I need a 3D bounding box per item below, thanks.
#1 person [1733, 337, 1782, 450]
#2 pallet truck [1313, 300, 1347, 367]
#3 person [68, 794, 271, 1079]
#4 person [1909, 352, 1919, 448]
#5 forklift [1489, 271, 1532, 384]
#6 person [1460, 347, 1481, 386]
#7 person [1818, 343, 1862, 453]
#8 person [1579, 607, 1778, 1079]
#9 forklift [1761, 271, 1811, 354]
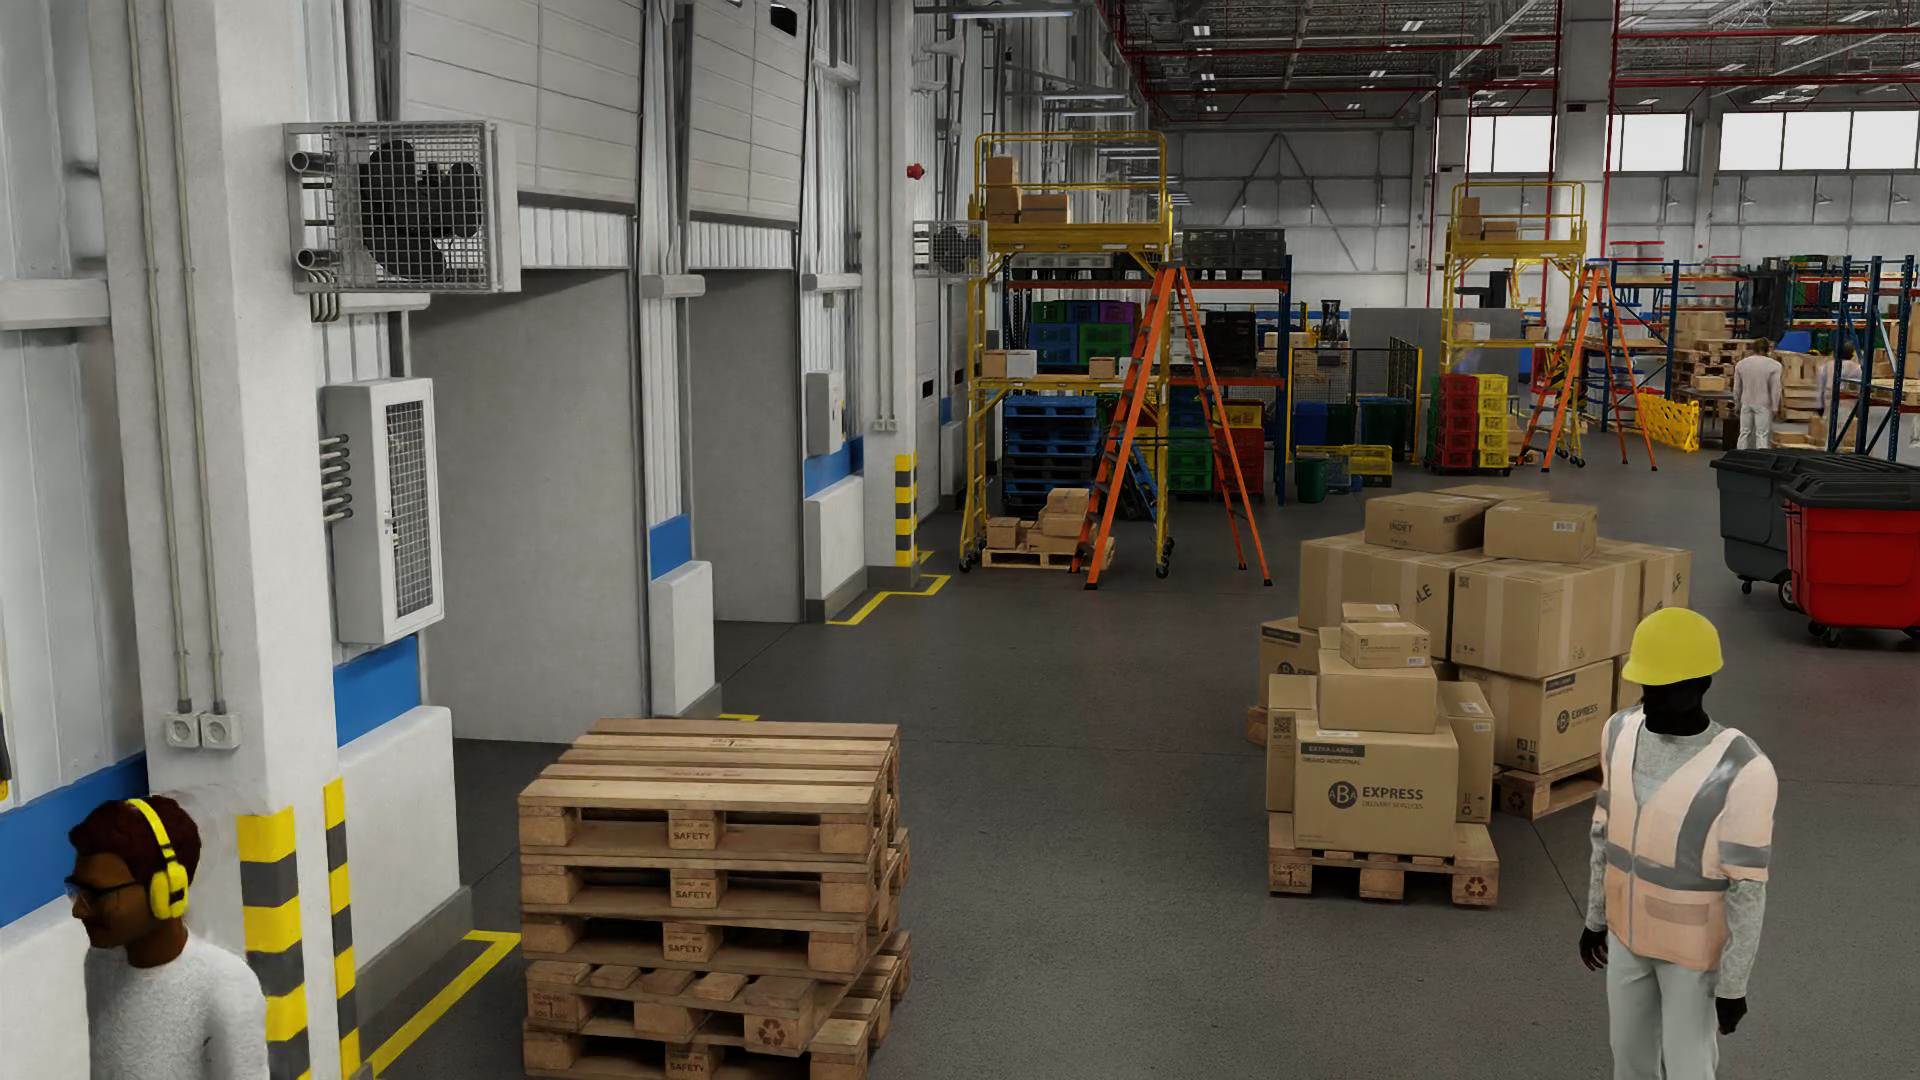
[{"bbox_3d":[10.995,-1.833,22.975,0.375,1.936,0.628,-8,12,-41],"label":"person"},{"bbox_3d":[11.159,-6.200,49.718,0.823,1.965,1.885,4,10,26],"label":"pallet truck"},{"bbox_3d":[-1.556,1.392,3.333,0.519,1.856,0.461,7,11,36],"label":"person"},{"bbox_3d":[15.515,-2.339,26.724,0.321,1.736,0.488,5,10,27],"label":"person"},{"bbox_3d":[13.422,-5.322,41.591,1.873,2.768,1.129,1,9,9],"label":"forklift"},{"bbox_3d":[9.678,-3.156,31.349,0.837,1.866,0.604,7,12,37],"label":"person"},{"bbox_3d":[12.767,-1.941,24.101,0.975,1.802,0.615,-5,10,-28],"label":"person"},{"bbox_3d":[2.013,1.130,4.764,0.395,1.918,0.586,-4,10,-23],"label":"person"},{"bbox_3d":[23.501,-6.372,48.065,1.873,2.768,1.129,0,9,-2],"label":"forklift"}]
